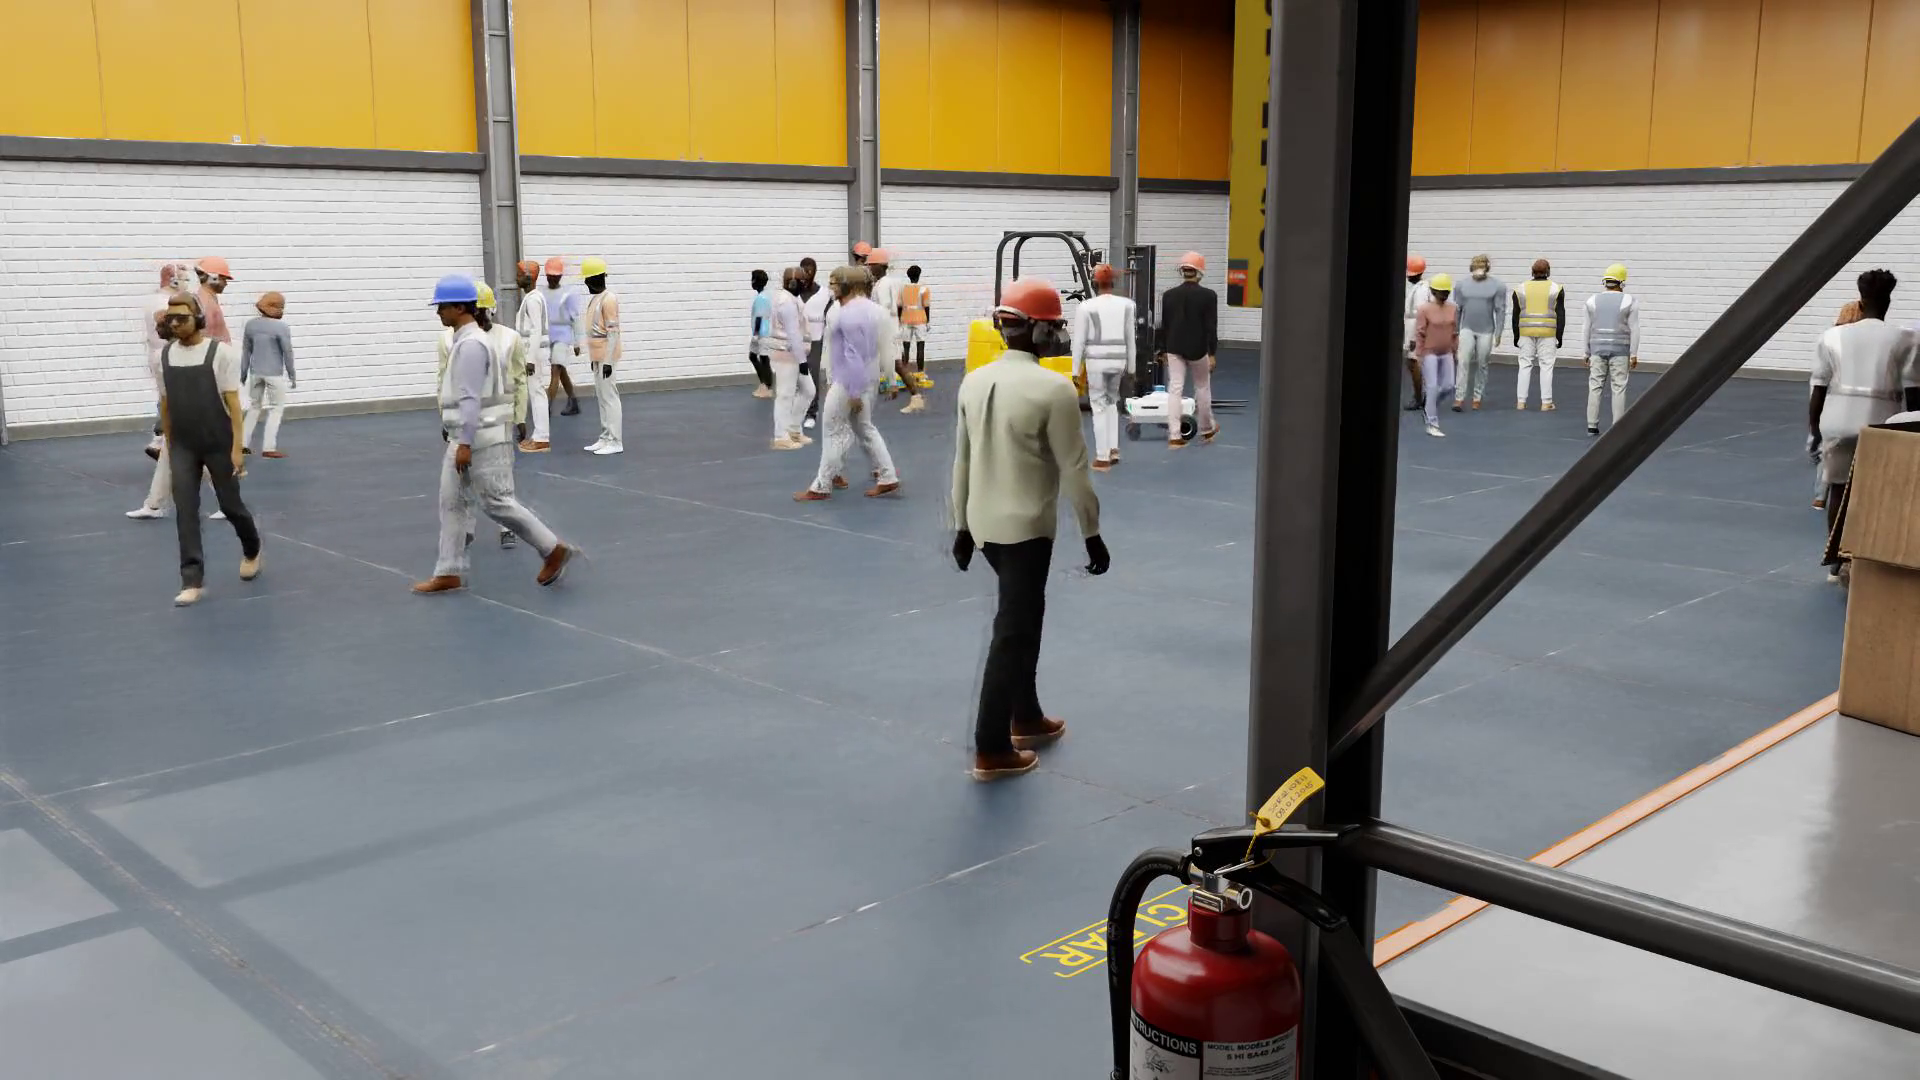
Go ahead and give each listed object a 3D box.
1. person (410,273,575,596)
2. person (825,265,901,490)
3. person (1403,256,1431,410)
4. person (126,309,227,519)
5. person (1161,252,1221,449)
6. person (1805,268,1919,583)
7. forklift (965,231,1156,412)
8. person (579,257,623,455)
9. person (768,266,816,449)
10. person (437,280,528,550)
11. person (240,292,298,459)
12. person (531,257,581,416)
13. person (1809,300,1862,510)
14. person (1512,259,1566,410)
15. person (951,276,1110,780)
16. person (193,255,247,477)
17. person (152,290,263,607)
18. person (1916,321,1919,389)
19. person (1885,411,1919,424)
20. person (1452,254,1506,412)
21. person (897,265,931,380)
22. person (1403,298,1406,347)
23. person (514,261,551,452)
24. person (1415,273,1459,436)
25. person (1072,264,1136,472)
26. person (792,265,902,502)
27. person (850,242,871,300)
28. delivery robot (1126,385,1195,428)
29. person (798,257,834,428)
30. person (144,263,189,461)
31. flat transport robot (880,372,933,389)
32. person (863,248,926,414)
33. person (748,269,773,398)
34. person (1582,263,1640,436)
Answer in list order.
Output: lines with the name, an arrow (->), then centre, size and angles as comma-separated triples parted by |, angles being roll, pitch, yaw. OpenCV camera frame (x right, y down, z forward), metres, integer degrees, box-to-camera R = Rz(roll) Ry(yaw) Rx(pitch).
person -> -2.820, -0.623, 9.900 | 0.901, 1.920, 0.597 | -5, 12, -25
person -> -0.861, -1.382, 14.130 | 0.642, 1.894, 1.041 | 9, 13, 39
person -> 5.625, -2.525, 20.353 | 0.497, 1.885, 0.639 | 2, 11, 10
person -> -5.815, -0.928, 12.420 | 0.856, 1.592, 0.532 | -2, 11, -12
person -> 2.355, -1.916, 16.829 | 0.652, 1.946, 0.981 | 6, 12, 28
person -> 5.448, -0.668, 10.064 | 0.633, 1.940, 0.683 | 8, 13, 37
forklift -> 1.222, -2.721, 20.561 | 2.313, 2.155, 1.214 | 2, 11, 13
person -> -3.505, -1.792, 16.251 | 0.380, 1.917, 0.586 | -5, 12, -25
person -> -1.644, -1.802, 16.561 | 0.510, 1.822, 0.625 | 0, 10, -1
person -> -3.241, -0.841, 11.310 | 0.592, 1.828, 0.404 | -2, 11, -8
person -> -6.640, -1.576, 15.954 | 0.582, 1.600, 0.370 | 3, 11, 16
person -> -4.722, -2.340, 19.376 | 0.560, 1.877, 1.046 | 4, 11, 20
person -> 6.861, -1.033, 12.886 | 0.507, 1.631, 0.266 | 6, 12, 29
person -> 7.070, -2.504, 20.342 | 0.627, 1.845, 0.429 | 5, 12, 27
person -> 0.314, -0.050, 6.633 | 0.796, 1.965, 0.643 | -8, 13, -35
person -> -6.584, -1.490, 14.490 | 0.601, 1.959, 0.664 | -5, 12, -25
person -> -4.459, -0.568, 9.860 | 0.516, 1.824, 0.824 | 0, 10, -1
person -> 7.750, -1.161, 12.972 | 0.609, 1.864, 1.020 | 4, 11, 22
person -> 3.301, 0.198, 5.553 | 0.327, 1.865, 0.521 | -9, 14, -41
person -> 6.236, -2.485, 20.096 | 0.637, 1.896, 0.953 | 4, 11, 22
person -> -0.681, -3.211, 24.610 | 0.536, 1.693, 0.317 | 4, 11, 20
person -> 3.986, -1.834, 16.143 | 0.704, 2.000, 0.735 | -2, 11, -9
person -> -4.228, -1.808, 16.440 | 0.355, 1.882, 0.575 | -3, 11, -15
person -> 5.075, -1.979, 17.779 | 0.554, 1.732, 0.562 | -3, 11, -16
person -> 1.292, -1.560, 15.118 | 0.613, 1.865, 0.513 | -4, 11, -21
person -> -0.894, -1.247, 13.348 | 0.763, 1.926, 0.640 | 1, 10, 3
person -> -1.440, -3.284, 24.091 | 0.421, 2.034, 0.607 | -8, 13, -37
delivery robot -> 2.098, -1.379, 17.463 | 0.707, 0.478, 0.477 | 0, 10, 0
person -> -1.697, -2.234, 18.730 | 0.596, 1.896, 0.776 | 2, 11, 11
person -> -7.065, -1.531, 14.935 | 0.439, 1.883, 0.659 | -7, 13, -34
flat transport robot -> -1.081, -2.174, 22.829 | 0.652, 0.197, 1.431 | 9, 13, 40
person -> -0.903, -2.461, 19.745 | 1.071, 1.994, 0.610 | 1, 10, 8
person -> -2.640, -2.689, 21.751 | 0.435, 1.682, 0.552 | 0, 10, -1
person -> 6.897, -2.002, 17.622 | 0.587, 1.835, 0.403 | 8, 13, 37
